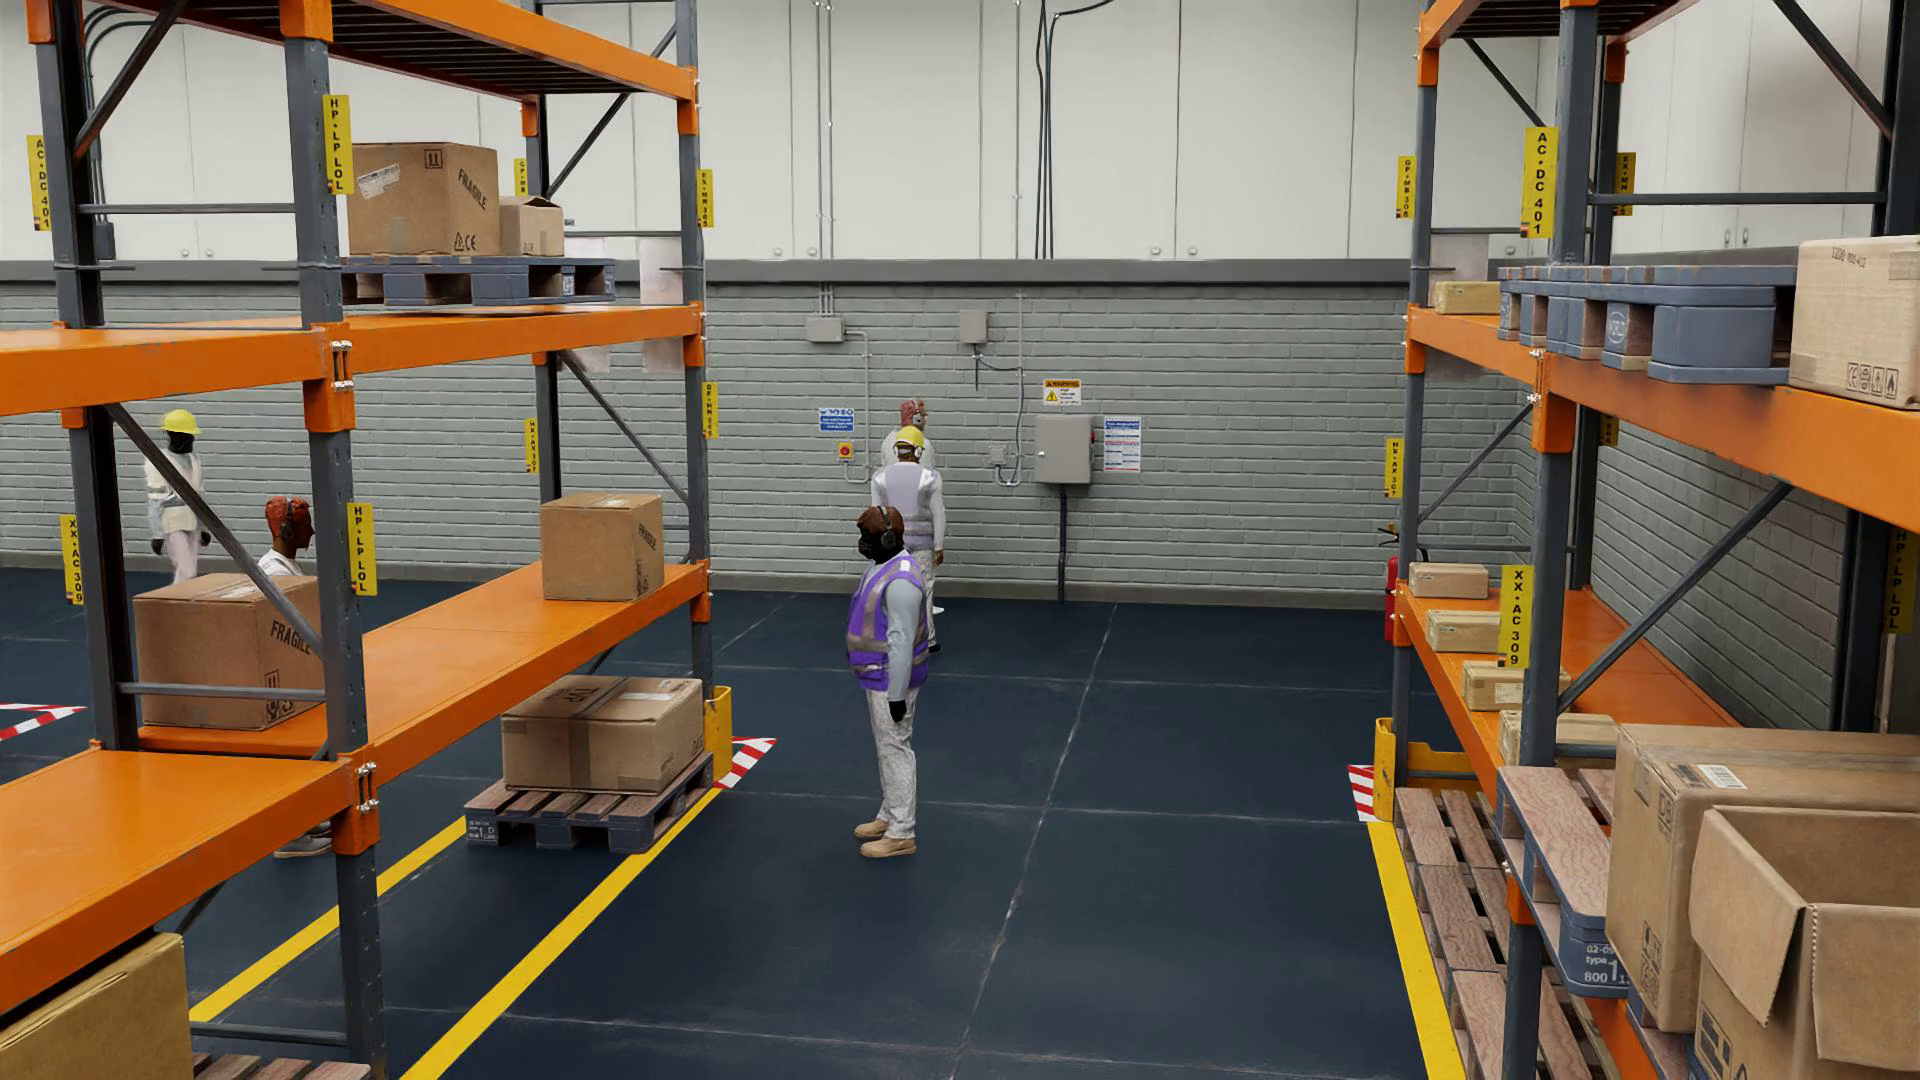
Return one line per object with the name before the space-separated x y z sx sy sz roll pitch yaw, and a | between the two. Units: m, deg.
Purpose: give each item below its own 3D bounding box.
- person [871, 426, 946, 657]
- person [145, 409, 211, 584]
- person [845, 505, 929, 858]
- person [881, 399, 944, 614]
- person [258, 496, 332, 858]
person | -0.399 0.019 13.060 0.592 1.820 0.404 2 10 14
person | -6.325 -0.108 13.550 0.435 1.913 0.632 1 9 8
person | -0.379 0.725 8.671 0.429 1.837 0.626 -2 9 -11
person | -0.408 -0.291 14.705 0.408 1.908 0.643 -8 12 -39
person | -3.483 0.705 8.658 0.359 1.880 0.575 -3 10 -20
